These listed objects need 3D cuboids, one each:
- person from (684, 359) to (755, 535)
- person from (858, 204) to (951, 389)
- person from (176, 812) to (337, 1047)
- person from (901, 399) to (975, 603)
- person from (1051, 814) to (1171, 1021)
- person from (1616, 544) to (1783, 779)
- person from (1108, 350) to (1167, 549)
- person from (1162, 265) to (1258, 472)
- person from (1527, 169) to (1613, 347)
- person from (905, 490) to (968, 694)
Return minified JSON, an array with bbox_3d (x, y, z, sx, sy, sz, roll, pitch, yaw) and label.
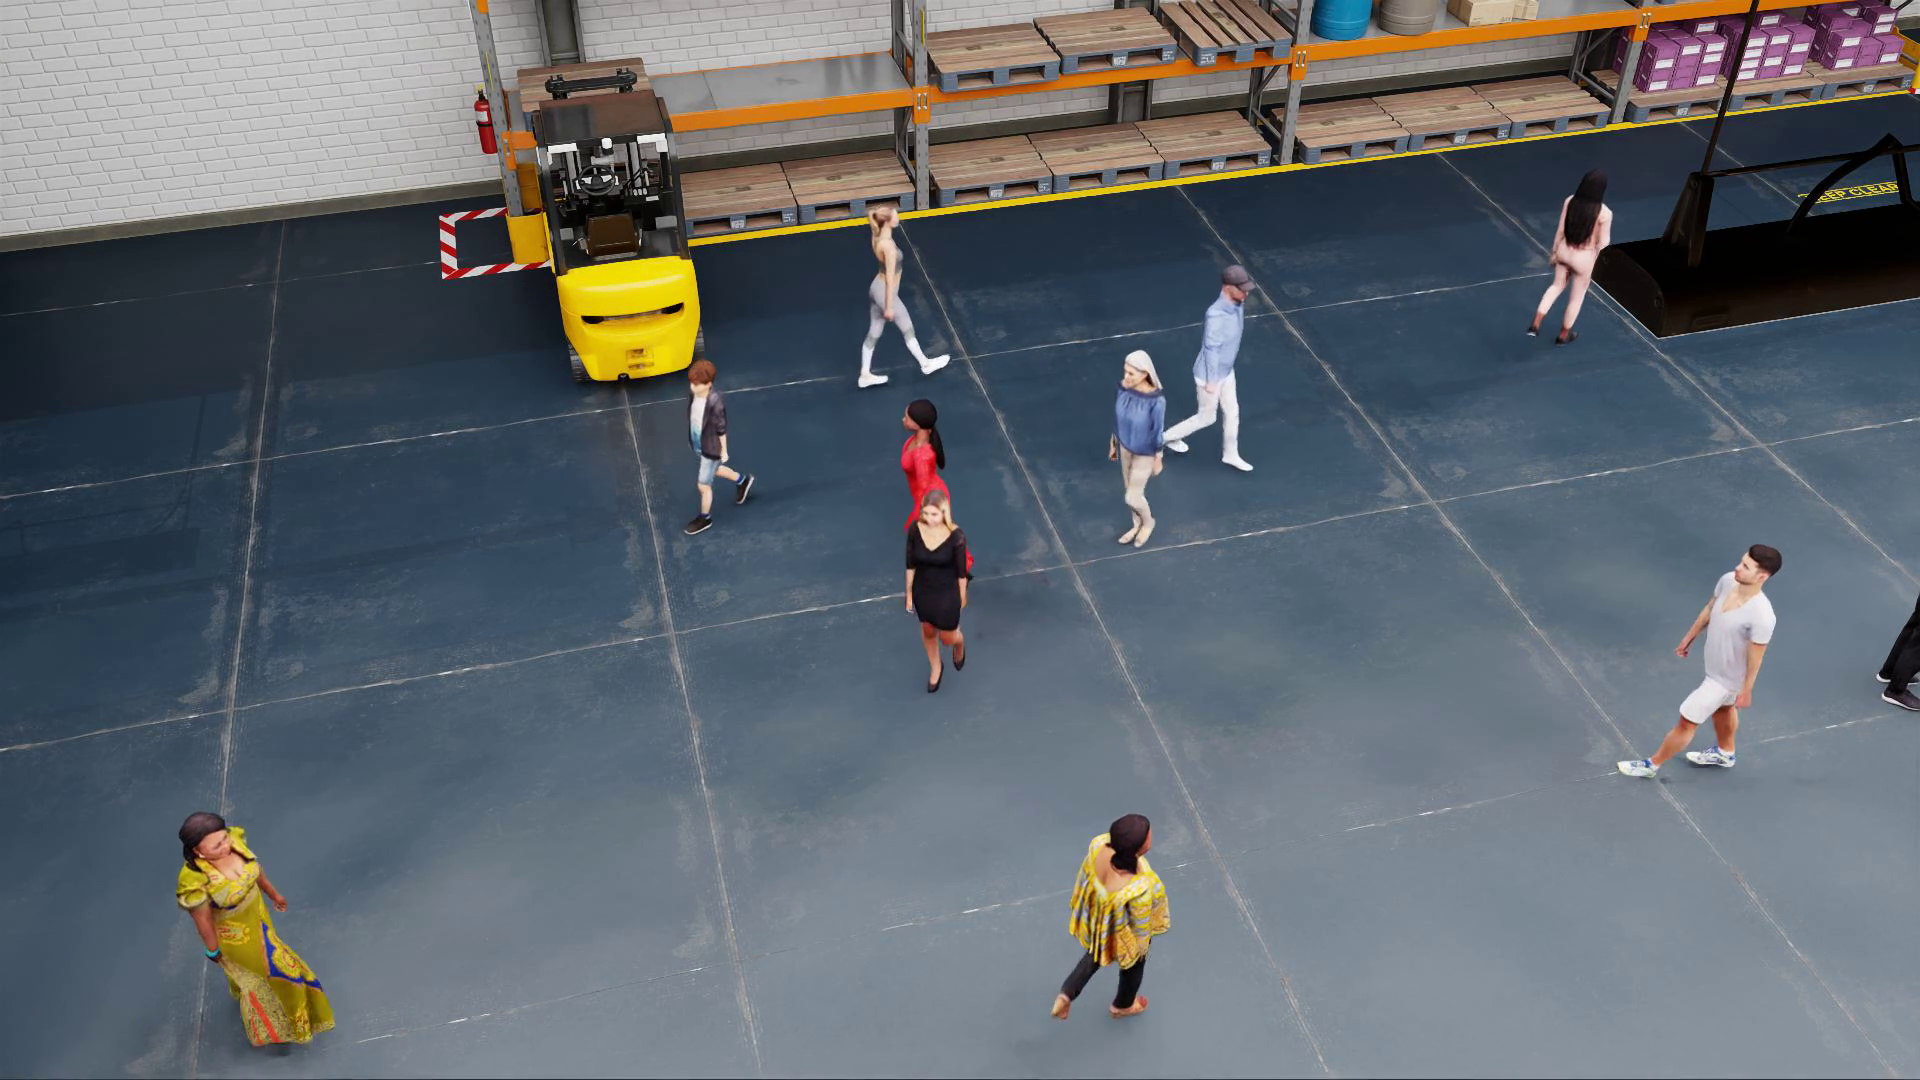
[{"bbox_3d":[-1.858,-0.748,12.552,1.001,1.427,0.786,-28,46,-31],"label":"person"},{"bbox_3d":[-0.695,-2.005,13.933,1.077,1.669,0.700,-15,41,-18],"label":"person"},{"bbox_3d":[-3.941,2.034,8.901,1.050,1.646,0.915,3,39,4],"label":"person"},{"bbox_3d":[-0.134,-0.231,11.641,0.811,1.768,0.725,2,39,2],"label":"person"},{"bbox_3d":[0.782,2.069,8.856,0.983,1.638,0.867,-23,44,-26],"label":"person"},{"bbox_3d":[4.846,0.786,10.319,1.150,1.818,0.878,0,39,0],"label":"person"},{"bbox_3d":[1.375,-0.691,12.281,0.735,1.687,0.723,-29,47,-31],"label":"person"},{"bbox_3d":[1.922,-1.348,12.965,1.151,1.850,1.092,17,42,20],"label":"person"},{"bbox_3d":[5.291,-2.390,14.382,0.932,1.711,0.814,-25,45,-28],"label":"person"},{"bbox_3d":[-0.125,0.305,11.041,0.704,1.668,0.762,13,40,15],"label":"person"}]
